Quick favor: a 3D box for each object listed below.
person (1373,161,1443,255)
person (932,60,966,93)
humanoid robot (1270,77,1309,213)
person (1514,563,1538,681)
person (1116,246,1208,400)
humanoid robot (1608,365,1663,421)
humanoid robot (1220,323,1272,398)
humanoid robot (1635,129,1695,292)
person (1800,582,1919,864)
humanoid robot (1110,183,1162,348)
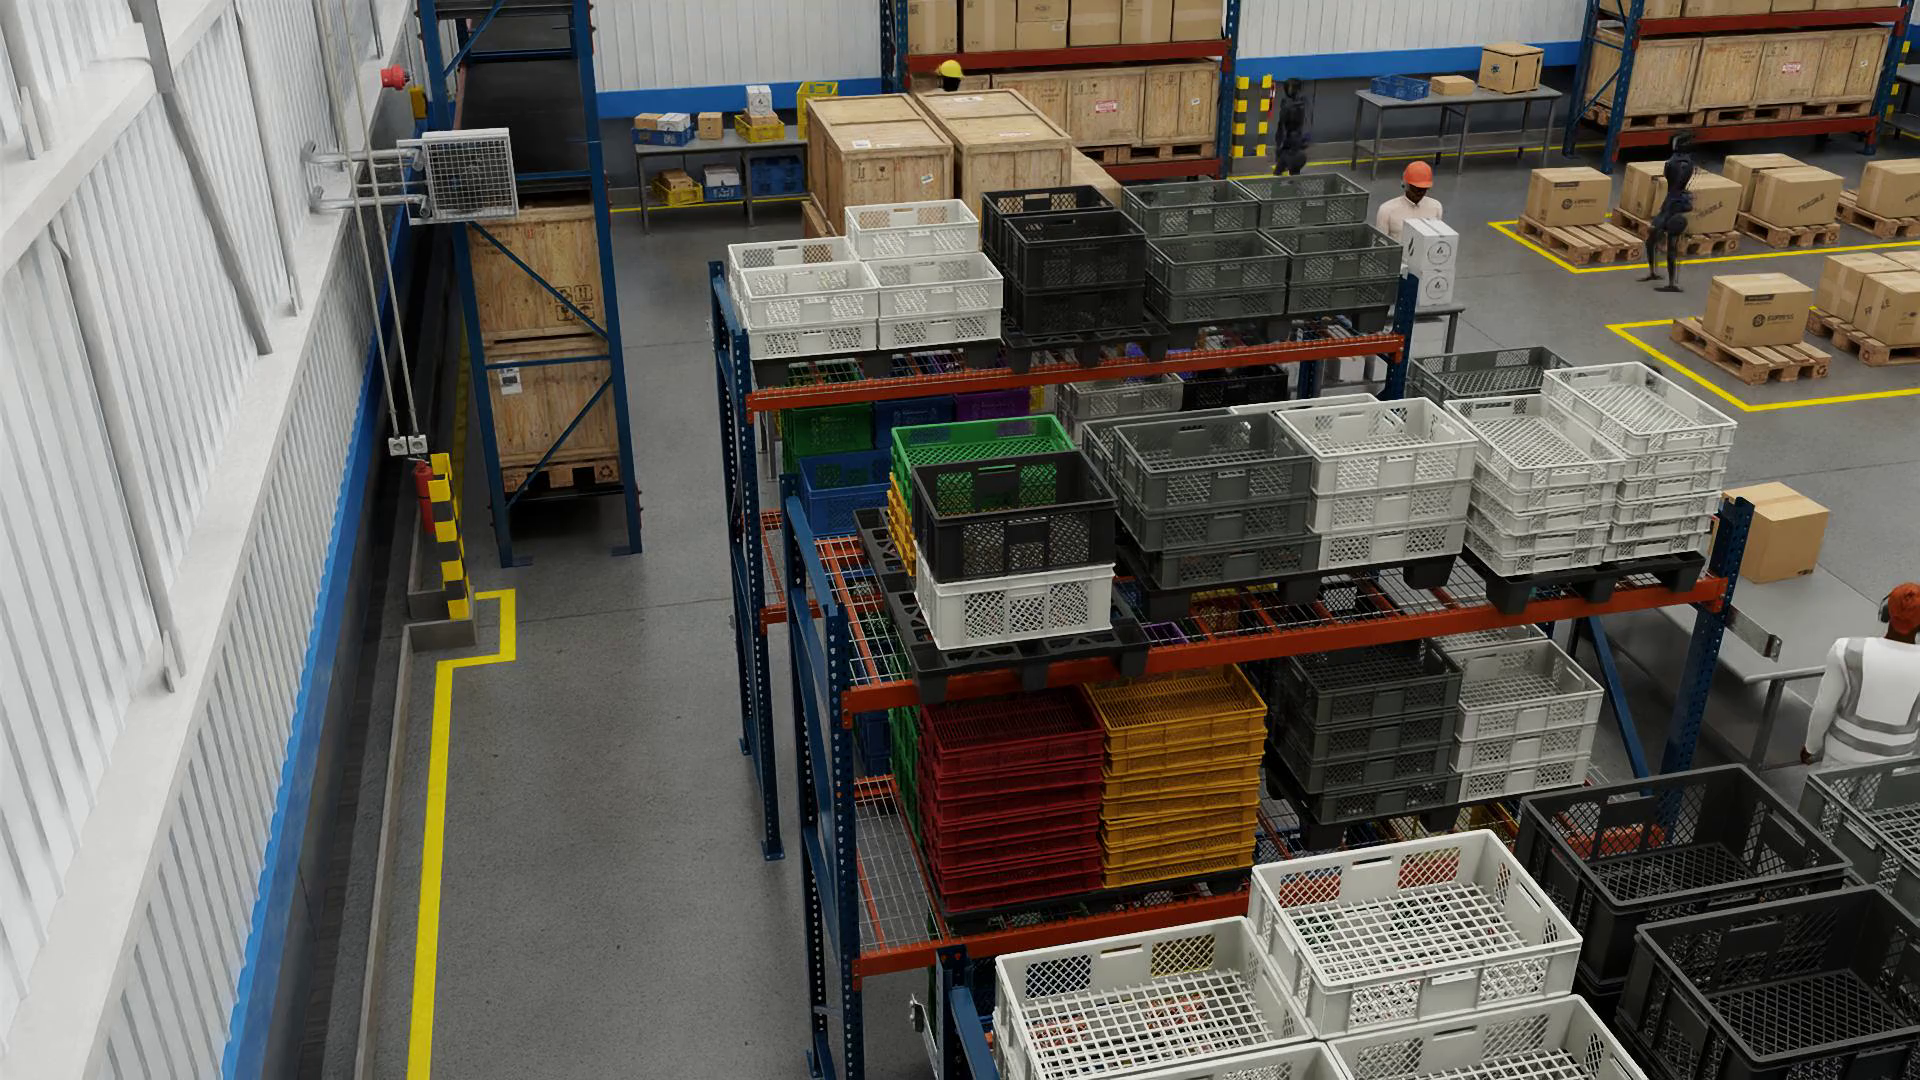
[{"bbox_3d":[3.930,-2.375,14.718,0.614,1.986,0.405,-5,28,-9],"label":"person"},{"bbox_3d":[-0.100,-4.420,18.678,0.686,1.897,0.578,-11,30,-19],"label":"person"},{"bbox_3d":[3.711,-4.451,18.990,0.479,1.645,0.554,-12,30,-22],"label":"humanoid robot"},{"bbox_3d":[3.440,0.148,10.171,0.340,1.758,0.522,6,28,11],"label":"person"},{"bbox_3d":[1.503,-1.249,12.519,0.685,2.000,0.539,4,28,7],"label":"person"},{"bbox_3d":[4.556,-0.450,11.403,0.590,1.641,0.561,19,33,31],"label":"humanoid robot"},{"bbox_3d":[2.157,-1.214,12.853,0.476,1.638,0.597,-22,35,-35],"label":"humanoid robot"},{"bbox_3d":[7.181,-3.329,16.860,0.566,1.642,0.607,3,28,6],"label":"humanoid robot"},{"bbox_3d":[4.521,1.063,8.298,0.575,1.882,0.353,12,30,22],"label":"person"},{"bbox_3d":[1.673,-2.508,15.337,0.648,1.612,0.683,19,33,32],"label":"humanoid robot"}]
